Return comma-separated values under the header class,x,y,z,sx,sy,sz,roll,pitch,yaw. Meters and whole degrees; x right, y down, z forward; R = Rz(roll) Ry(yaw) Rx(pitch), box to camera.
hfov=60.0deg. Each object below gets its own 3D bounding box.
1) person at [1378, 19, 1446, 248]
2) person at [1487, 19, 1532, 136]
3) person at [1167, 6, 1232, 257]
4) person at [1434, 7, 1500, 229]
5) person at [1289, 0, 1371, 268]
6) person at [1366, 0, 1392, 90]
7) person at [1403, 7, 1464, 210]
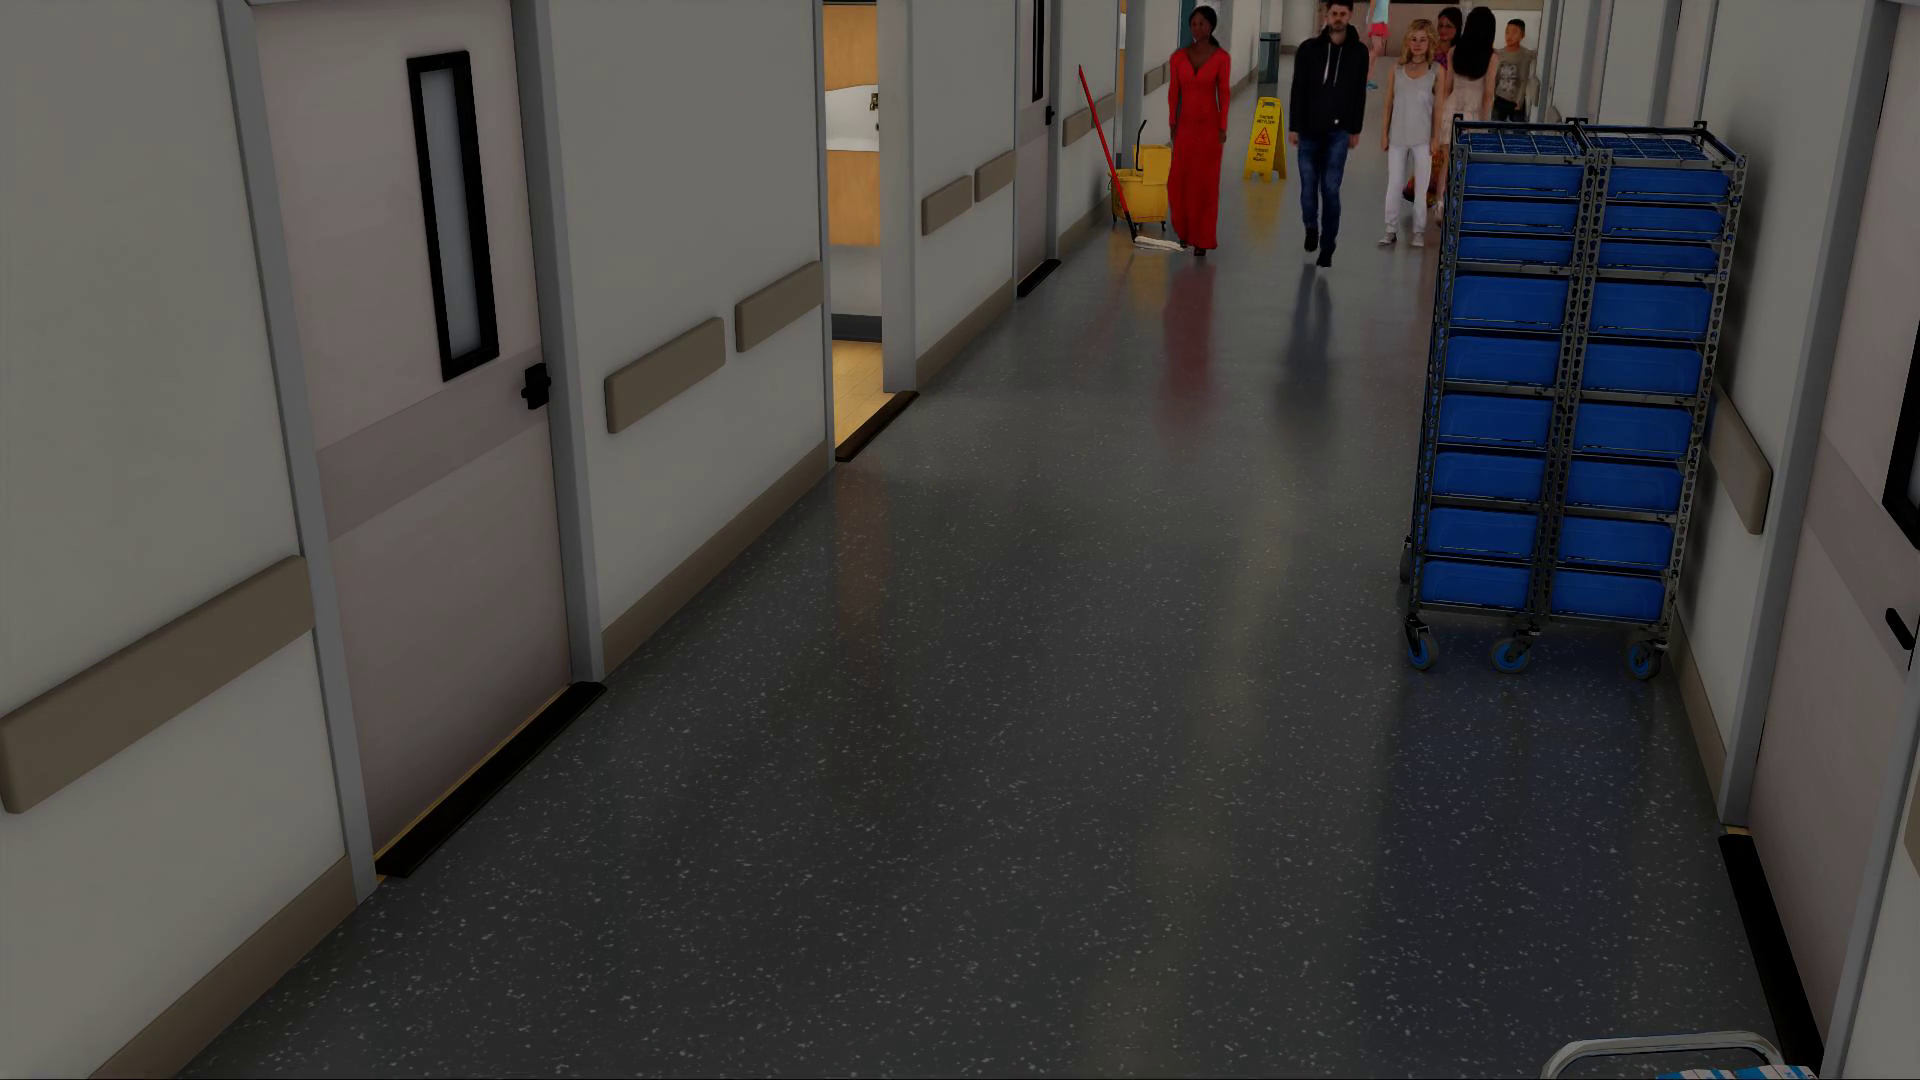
class,x,y,z,sx,sy,sz,roll,pitch,yaw
person,3.419,-3.067,12.554,0.627,1.671,0.583,9,22,22
person,5.277,-4.189,15.837,0.774,1.445,1.039,15,25,34
person,1.774,-2.969,12.152,0.613,1.773,0.660,6,22,16
person,3.859,-3.198,12.859,0.720,1.701,1.080,11,23,27
person,2.600,-2.908,11.884,0.656,1.847,1.196,6,21,14
person,5.883,-7.328,23.694,0.780,1.749,0.842,-13,25,-31
person,4.213,-3.740,14.313,0.992,1.668,1.271,15,26,35
